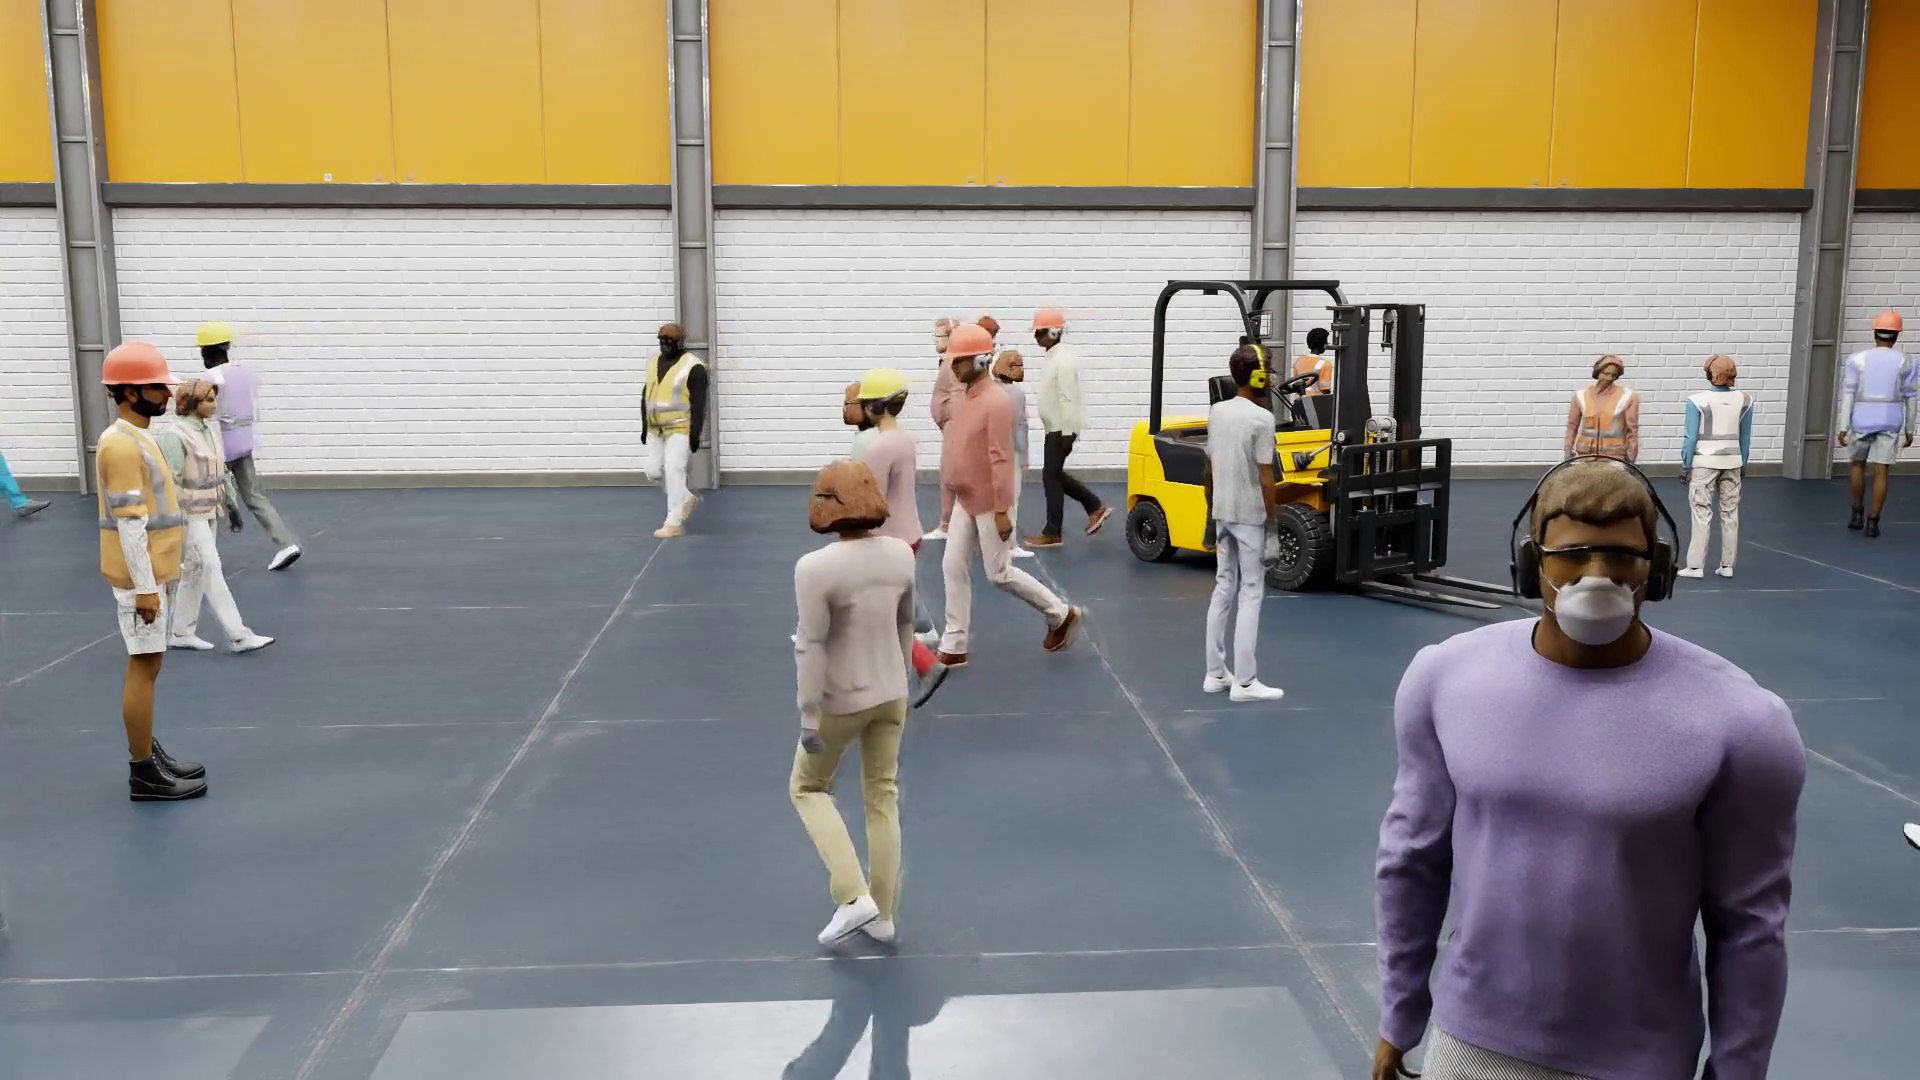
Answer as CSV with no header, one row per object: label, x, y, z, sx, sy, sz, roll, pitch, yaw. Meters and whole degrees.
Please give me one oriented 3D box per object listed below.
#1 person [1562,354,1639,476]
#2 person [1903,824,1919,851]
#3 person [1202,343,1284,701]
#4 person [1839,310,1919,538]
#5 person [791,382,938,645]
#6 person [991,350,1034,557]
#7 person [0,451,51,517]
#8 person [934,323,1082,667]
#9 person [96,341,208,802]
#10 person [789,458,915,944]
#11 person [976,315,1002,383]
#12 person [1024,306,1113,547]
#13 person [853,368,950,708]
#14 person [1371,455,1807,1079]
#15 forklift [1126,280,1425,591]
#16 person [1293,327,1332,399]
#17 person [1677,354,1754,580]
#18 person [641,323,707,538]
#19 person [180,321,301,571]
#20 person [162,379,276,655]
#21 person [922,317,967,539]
person,4.840,-0.599,12.620,0.540,1.612,0.505,7,12,38
person,3.986,0.368,5.830,0.737,1.846,0.990,-8,12,-42
person,1.471,-0.096,8.708,0.311,1.868,0.551,-6,11,-31
person,7.840,-0.993,14.199,0.568,1.908,0.752,5,10,29
person,-0.533,-0.131,9.778,0.871,1.592,0.510,0,9,-2
person,0.378,-0.679,13.097,0.269,1.632,0.509,-6,11,-31
person,-8.793,-1.042,14.887,0.995,1.783,0.560,-4,10,-22
person,0.227,-0.236,9.336,0.892,1.962,0.628,-4,10,-23
person,-3.437,0.131,7.055,0.360,1.939,0.543,-4,10,-23
person,-0.352,0.540,5.491,0.516,1.624,0.343,-8,12,-40
person,0.150,-1.081,14.957,0.619,1.860,0.406,-5,11,-31
person,0.882,-0.922,13.584,0.689,1.967,0.663,-2,9,-10
person,-0.316,0.013,8.350,0.476,1.750,0.548,3,9,17
person,0.965,0.827,2.681,0.636,1.939,0.364,6,11,33
forklift,2.301,-0.860,12.475,1.214,2.155,2.313,-6,11,-35
person,3.567,-1.297,16.799,0.317,1.691,0.529,-5,10,-29
person,5.487,-0.522,12.090,0.514,1.641,0.308,-1,9,-6
person,-2.408,-0.935,14.127,0.648,1.822,0.547,6,11,32
person,-5.410,-0.685,12.400,0.986,1.879,0.593,2,9,14
person,-4.348,-0.131,9.699,0.699,1.605,0.542,0,9,1
person,0.038,-0.902,13.767,0.677,1.883,0.678,1,9,3
